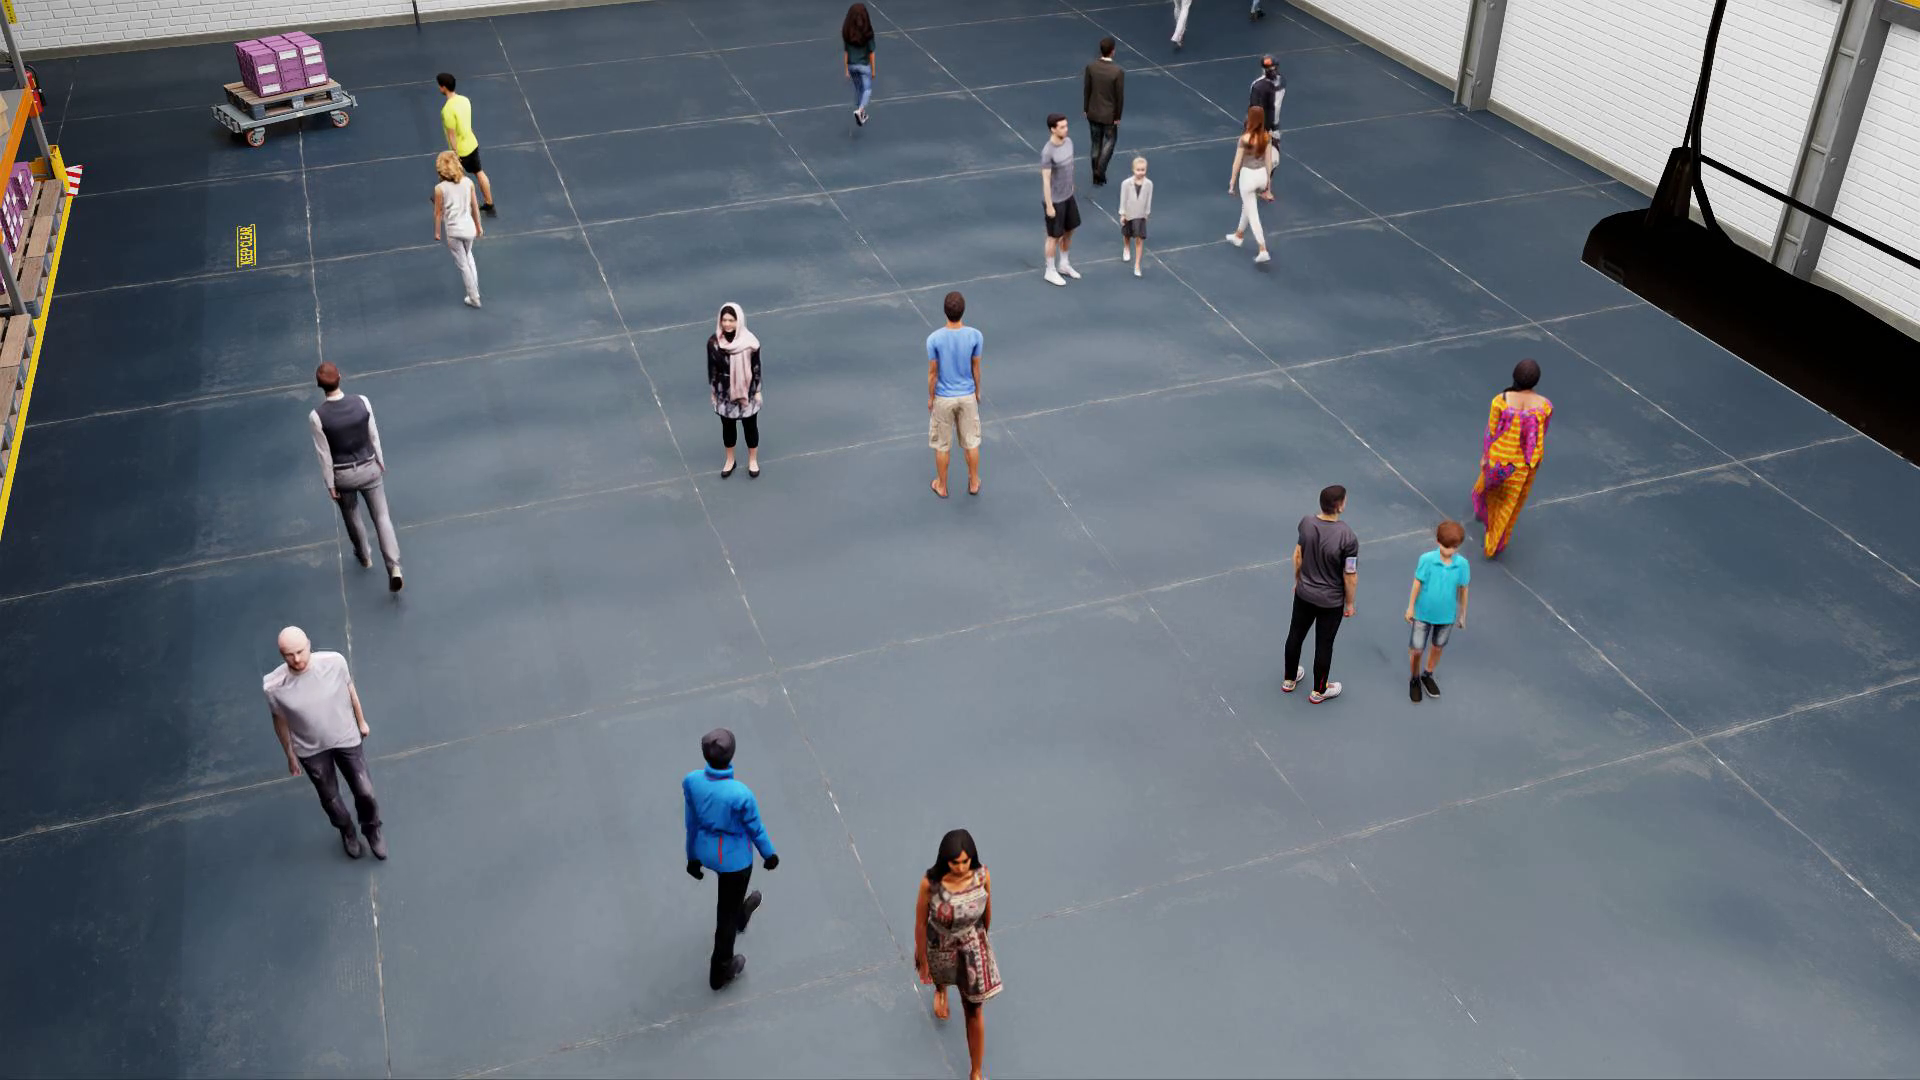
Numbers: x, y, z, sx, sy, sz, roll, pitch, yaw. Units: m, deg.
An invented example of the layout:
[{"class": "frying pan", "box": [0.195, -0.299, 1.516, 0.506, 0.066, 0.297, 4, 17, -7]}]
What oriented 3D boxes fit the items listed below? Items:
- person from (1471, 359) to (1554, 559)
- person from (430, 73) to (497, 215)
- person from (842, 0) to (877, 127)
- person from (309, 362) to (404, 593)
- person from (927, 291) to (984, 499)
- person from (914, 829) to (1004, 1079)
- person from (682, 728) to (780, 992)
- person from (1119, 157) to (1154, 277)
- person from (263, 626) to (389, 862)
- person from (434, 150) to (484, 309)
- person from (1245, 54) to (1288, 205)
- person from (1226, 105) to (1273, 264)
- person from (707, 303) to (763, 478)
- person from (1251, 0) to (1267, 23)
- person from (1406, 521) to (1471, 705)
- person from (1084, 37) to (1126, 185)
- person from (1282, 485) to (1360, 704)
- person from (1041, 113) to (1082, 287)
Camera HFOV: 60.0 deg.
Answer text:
[{"class": "person", "box": [4.468, -0.653, 13.469, 1.083, 1.637, 1.204, 11, 35, 16]}, {"class": "person", "box": [-5.711, -4.568, 19.333, 1.114, 1.666, 1.077, 13, 36, 19]}, {"class": "person", "box": [-1.329, -6.207, 21.857, 0.874, 1.602, 1.009, 7, 34, 10]}, {"class": "person", "box": [-4.680, -0.481, 12.970, 0.775, 1.903, 1.203, -17, 37, -24]}, {"class": "person", "box": [-0.043, -1.226, 14.128, 0.678, 1.862, 0.591, -6, 34, -10]}, {"class": "person", "box": [-0.058, 2.183, 9.238, 0.762, 1.598, 1.183, -6, 34, -8]}, {"class": "person", "box": [-1.399, 1.887, 9.528, 0.998, 1.770, 1.019, 19, 38, 26]}, {"class": "person", "box": [1.904, -3.589, 18.236, 0.741, 1.250, 0.952, 3, 34, 4]}, {"class": "person", "box": [-4.005, 1.222, 10.486, 0.711, 1.816, 0.681, -16, 37, -23]}, {"class": "person", "box": [-5.159, -3.201, 17.289, 0.804, 1.652, 0.743, 27, 42, 35]}, {"class": "person", "box": [3.548, -4.838, 19.570, 0.741, 1.852, 0.748, -23, 40, -31]}, {"class": "person", "box": [3.262, -3.869, 18.261, 0.678, 1.689, 1.156, -14, 36, -20]}, {"class": "person", "box": [-1.944, -1.313, 14.462, 0.715, 1.638, 0.732, 0, 34, 0]}, {"class": "person", "box": [4.733, -8.752, 26.081, 0.689, 1.164, 0.662, 9, 35, 14]}, {"class": "person", "box": [3.404, 0.469, 11.959, 0.658, 1.441, 0.692, 0, 34, 0]}, {"class": "person", "box": [1.698, -5.134, 20.074, 0.878, 1.789, 0.935, 12, 36, 18]}, {"class": "person", "box": [2.551, 0.376, 11.806, 0.655, 1.764, 0.782, 26, 41, 33]}, {"class": "person", "box": [1.015, -3.681, 17.821, 0.806, 1.862, 0.800, 25, 41, 33]}]
